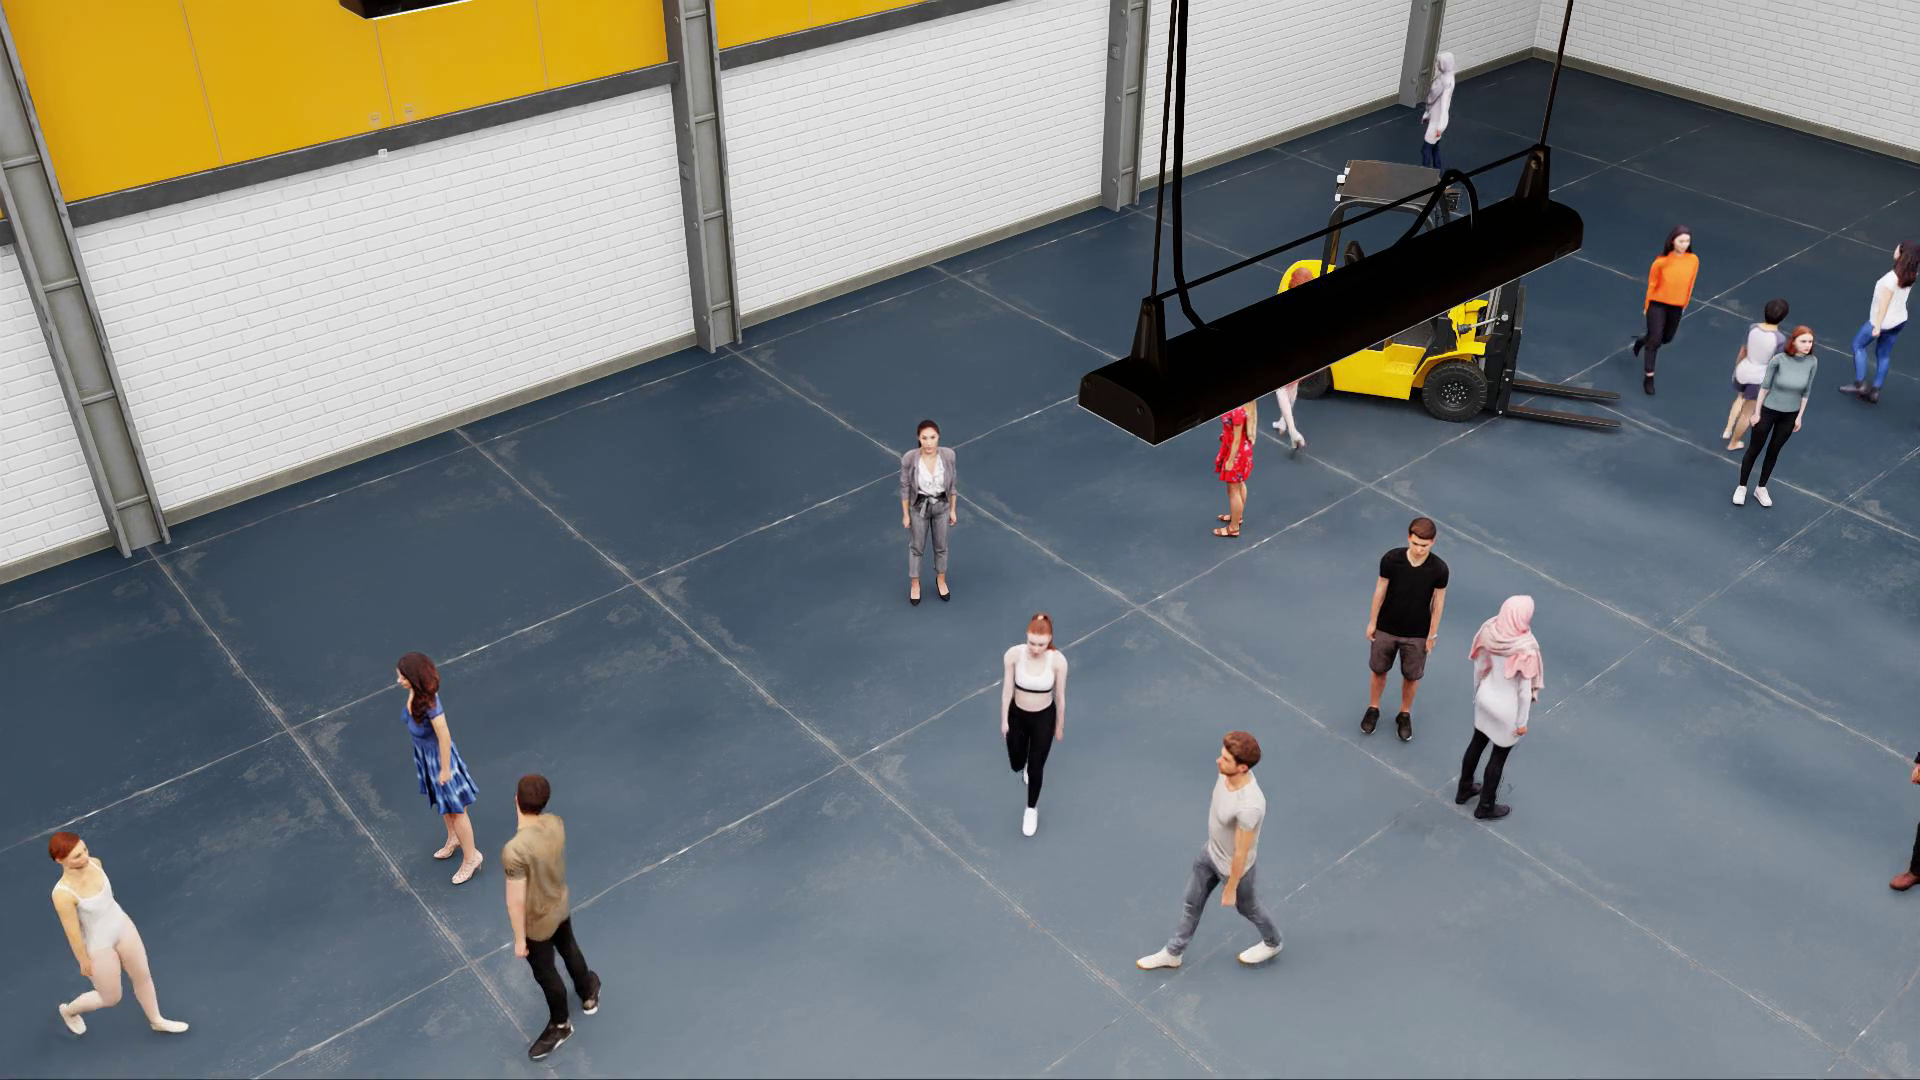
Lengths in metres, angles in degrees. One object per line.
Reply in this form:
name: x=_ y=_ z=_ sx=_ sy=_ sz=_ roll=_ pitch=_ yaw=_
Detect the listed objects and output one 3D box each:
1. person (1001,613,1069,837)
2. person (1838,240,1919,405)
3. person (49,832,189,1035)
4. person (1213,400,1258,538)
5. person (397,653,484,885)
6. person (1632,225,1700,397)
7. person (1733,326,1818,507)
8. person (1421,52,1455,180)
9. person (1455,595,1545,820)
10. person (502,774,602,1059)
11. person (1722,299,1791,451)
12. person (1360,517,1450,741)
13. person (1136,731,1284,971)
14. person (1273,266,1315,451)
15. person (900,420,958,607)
person: x=0.502 y=1.172 z=11.308 sx=0.858 sy=1.731 sz=0.948 roll=6 pitch=34 yaw=9
person: x=9.106 y=-2.068 z=16.241 sx=0.592 sy=1.666 sz=0.730 roll=-19 pitch=38 yaw=-27
person: x=-5.048 y=2.325 z=9.666 sx=0.958 sy=1.628 sz=0.906 roll=3 pitch=34 yaw=5
person: x=2.395 y=-0.750 z=14.325 sx=0.714 sy=1.593 sz=0.617 roll=13 pitch=36 yaw=18
person: x=-3.398 y=1.466 z=10.798 sx=0.579 sy=1.807 sz=0.678 roll=-22 pitch=39 yaw=-29
person: x=6.995 y=-2.349 z=16.604 sx=1.014 sy=1.732 sz=1.012 roll=-2 pitch=34 yaw=-4
person: x=7.230 y=-1.097 z=14.715 sx=0.678 sy=1.738 sz=0.724 roll=6 pitch=34 yaw=8
person: x=6.063 y=-5.251 z=20.942 sx=0.870 sy=1.763 sz=0.804 roll=7 pitch=34 yaw=10
person: x=3.671 y=1.124 z=11.316 sx=0.646 sy=1.802 sz=0.674 roll=-17 pitch=37 yaw=-24
person: x=-2.425 y=2.221 z=9.655 sx=0.952 sy=1.815 sz=0.786 roll=1 pitch=34 yaw=2
person: x=7.375 y=-1.514 z=15.512 sx=0.605 sy=1.550 sz=0.608 roll=-18 pitch=38 yaw=-25
person: x=3.216 y=0.611 z=12.036 sx=0.741 sy=1.860 sz=0.742 roll=13 pitch=36 yaw=19
person: x=1.722 y=1.931 z=10.056 sx=1.291 sy=1.852 sz=1.039 roll=-7 pitch=34 yaw=-10
person: x=3.128 y=-1.655 z=15.490 sx=0.994 sy=1.810 sz=0.919 roll=-9 pitch=35 yaw=-13
person: x=-0.249 y=-0.235 z=13.473 sx=0.680 sy=1.678 sz=0.779 roll=-6 pitch=34 yaw=-10
